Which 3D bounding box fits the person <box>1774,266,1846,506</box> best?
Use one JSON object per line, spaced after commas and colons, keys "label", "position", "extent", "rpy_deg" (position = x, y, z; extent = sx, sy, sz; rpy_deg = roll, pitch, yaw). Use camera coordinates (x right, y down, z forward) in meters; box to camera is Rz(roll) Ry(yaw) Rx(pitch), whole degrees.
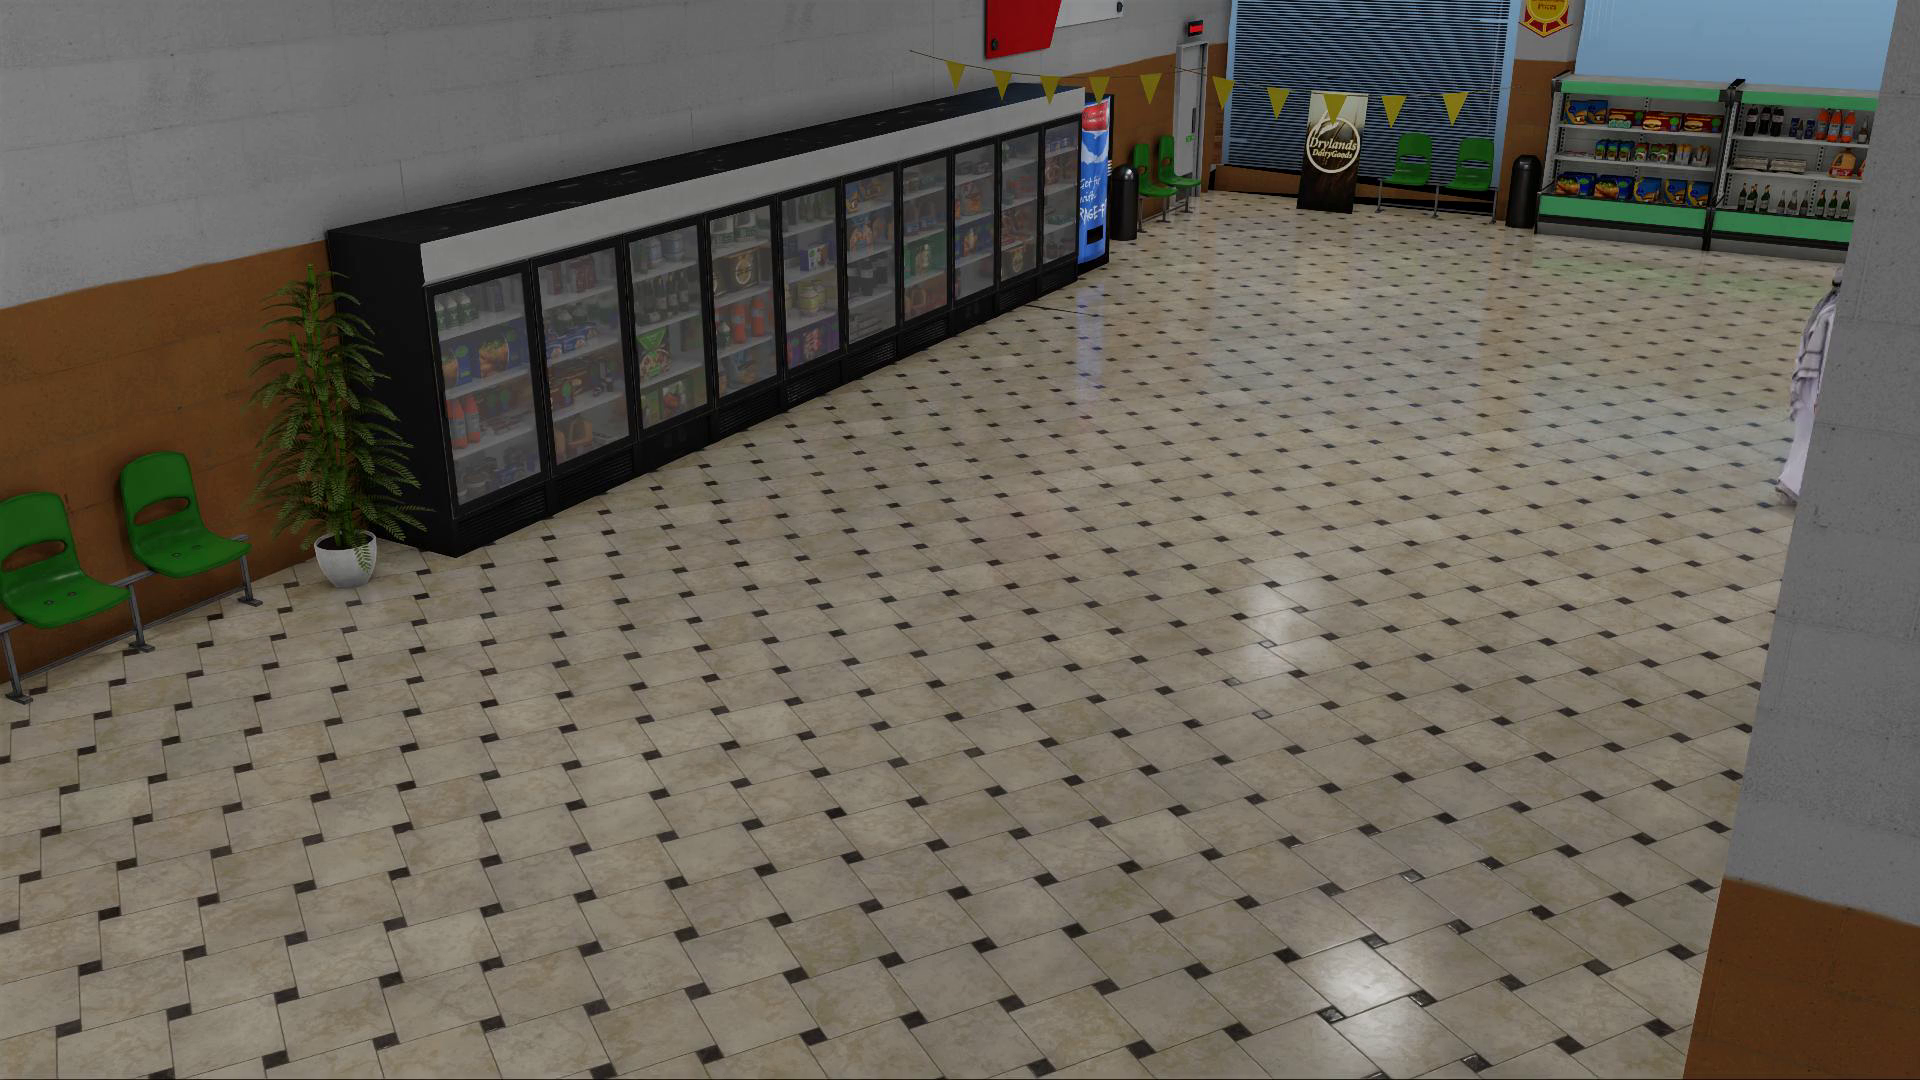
{"label": "person", "position": [6.507, -1.156, 12.731], "extent": [0.879, 1.910, 0.818], "rpy_deg": [3, 22, 8]}
